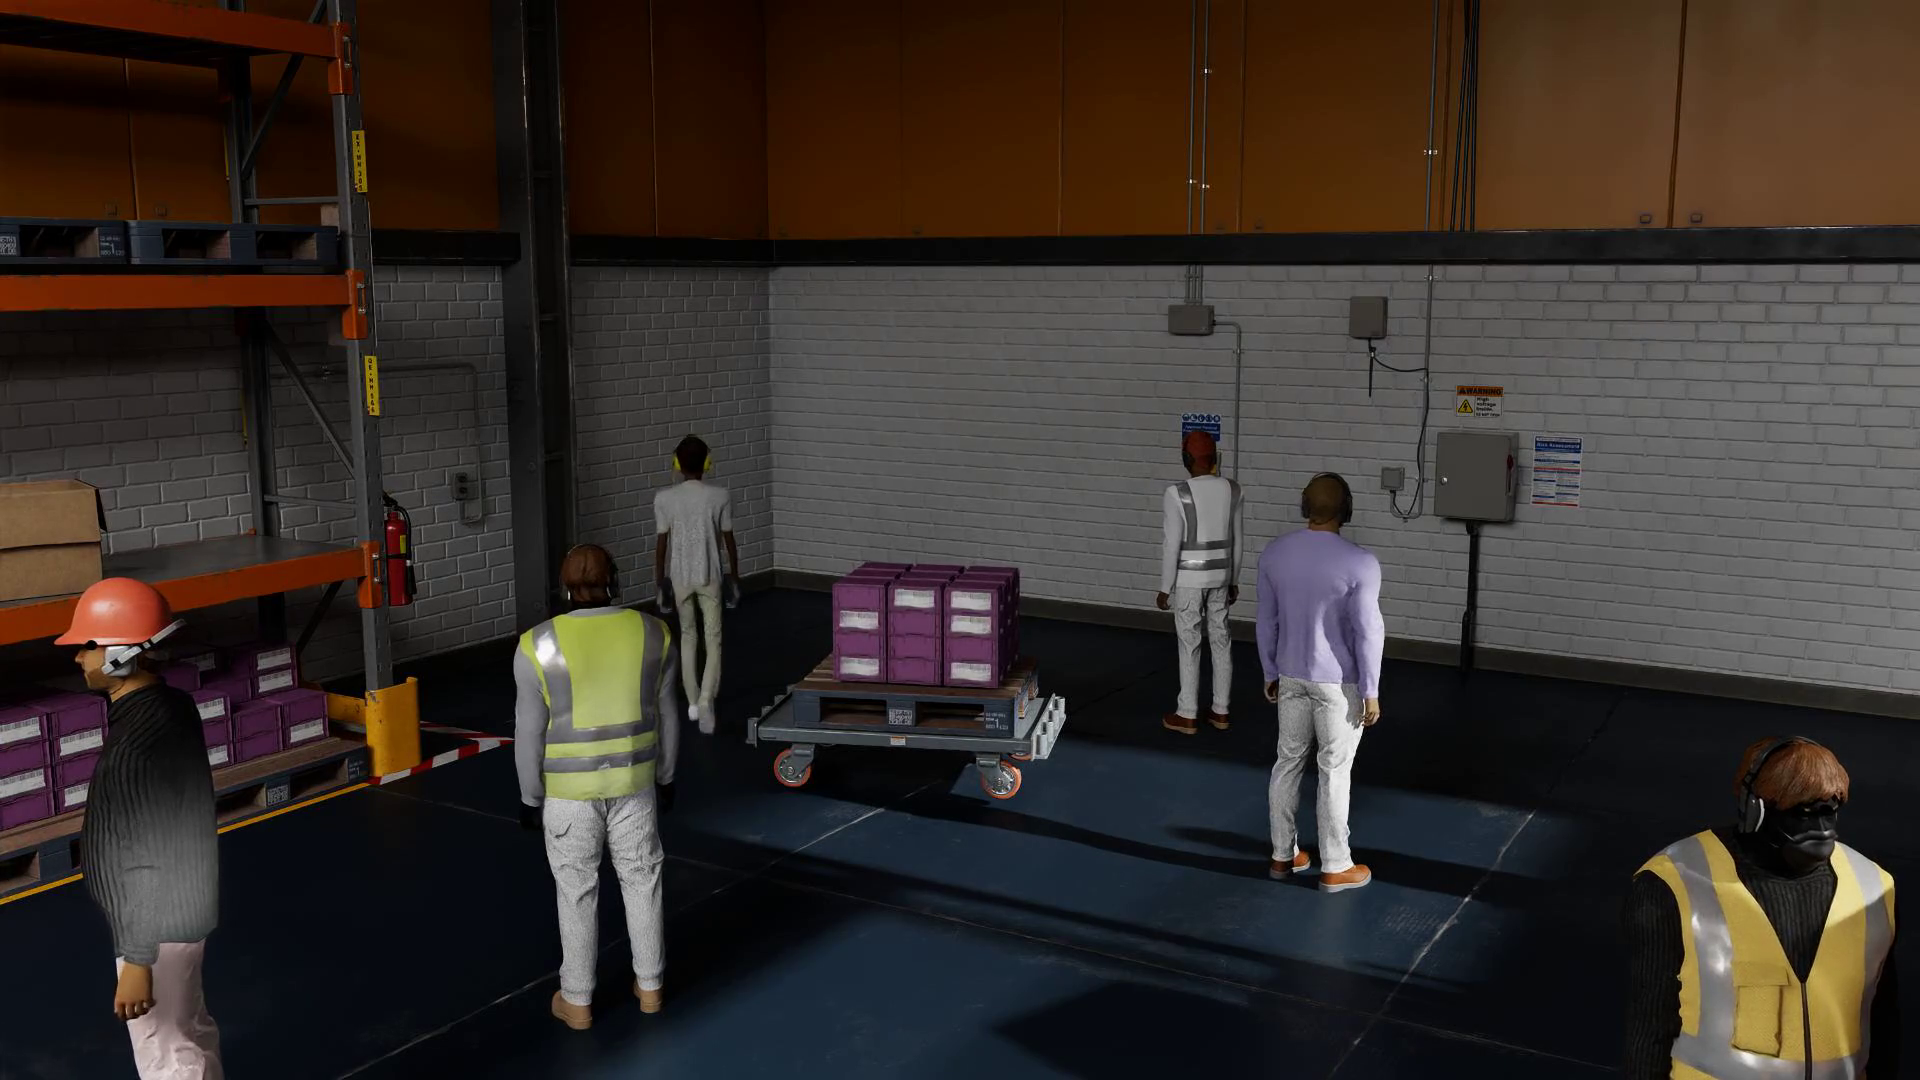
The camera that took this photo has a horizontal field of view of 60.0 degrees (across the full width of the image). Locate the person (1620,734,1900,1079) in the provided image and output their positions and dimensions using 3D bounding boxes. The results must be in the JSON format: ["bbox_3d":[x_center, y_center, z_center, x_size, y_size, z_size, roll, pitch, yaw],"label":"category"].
[{"bbox_3d":[1.808,1.332,3.775,0.618,1.836,0.430,0,9,0],"label":"person"}]

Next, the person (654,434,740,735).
[{"bbox_3d":[-1.637,0.271,10.345,0.517,1.852,0.786,0,9,-3],"label":"person"}]

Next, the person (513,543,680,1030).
[{"bbox_3d":[-1.373,0.922,6.306,0.629,1.836,0.429,-5,10,-27],"label":"person"}]

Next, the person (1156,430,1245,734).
[{"bbox_3d":[1.487,0.258,10.294,0.573,1.886,0.354,-4,10,-24],"label":"person"}]

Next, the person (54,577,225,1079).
[{"bbox_3d":[-2.316,1.088,4.769,0.381,1.994,0.622,-3,10,-17],"label":"person"}]

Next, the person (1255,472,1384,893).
[{"bbox_3d":[1.663,0.649,7.685,0.637,1.937,0.357,9,13,43],"label":"person"}]
